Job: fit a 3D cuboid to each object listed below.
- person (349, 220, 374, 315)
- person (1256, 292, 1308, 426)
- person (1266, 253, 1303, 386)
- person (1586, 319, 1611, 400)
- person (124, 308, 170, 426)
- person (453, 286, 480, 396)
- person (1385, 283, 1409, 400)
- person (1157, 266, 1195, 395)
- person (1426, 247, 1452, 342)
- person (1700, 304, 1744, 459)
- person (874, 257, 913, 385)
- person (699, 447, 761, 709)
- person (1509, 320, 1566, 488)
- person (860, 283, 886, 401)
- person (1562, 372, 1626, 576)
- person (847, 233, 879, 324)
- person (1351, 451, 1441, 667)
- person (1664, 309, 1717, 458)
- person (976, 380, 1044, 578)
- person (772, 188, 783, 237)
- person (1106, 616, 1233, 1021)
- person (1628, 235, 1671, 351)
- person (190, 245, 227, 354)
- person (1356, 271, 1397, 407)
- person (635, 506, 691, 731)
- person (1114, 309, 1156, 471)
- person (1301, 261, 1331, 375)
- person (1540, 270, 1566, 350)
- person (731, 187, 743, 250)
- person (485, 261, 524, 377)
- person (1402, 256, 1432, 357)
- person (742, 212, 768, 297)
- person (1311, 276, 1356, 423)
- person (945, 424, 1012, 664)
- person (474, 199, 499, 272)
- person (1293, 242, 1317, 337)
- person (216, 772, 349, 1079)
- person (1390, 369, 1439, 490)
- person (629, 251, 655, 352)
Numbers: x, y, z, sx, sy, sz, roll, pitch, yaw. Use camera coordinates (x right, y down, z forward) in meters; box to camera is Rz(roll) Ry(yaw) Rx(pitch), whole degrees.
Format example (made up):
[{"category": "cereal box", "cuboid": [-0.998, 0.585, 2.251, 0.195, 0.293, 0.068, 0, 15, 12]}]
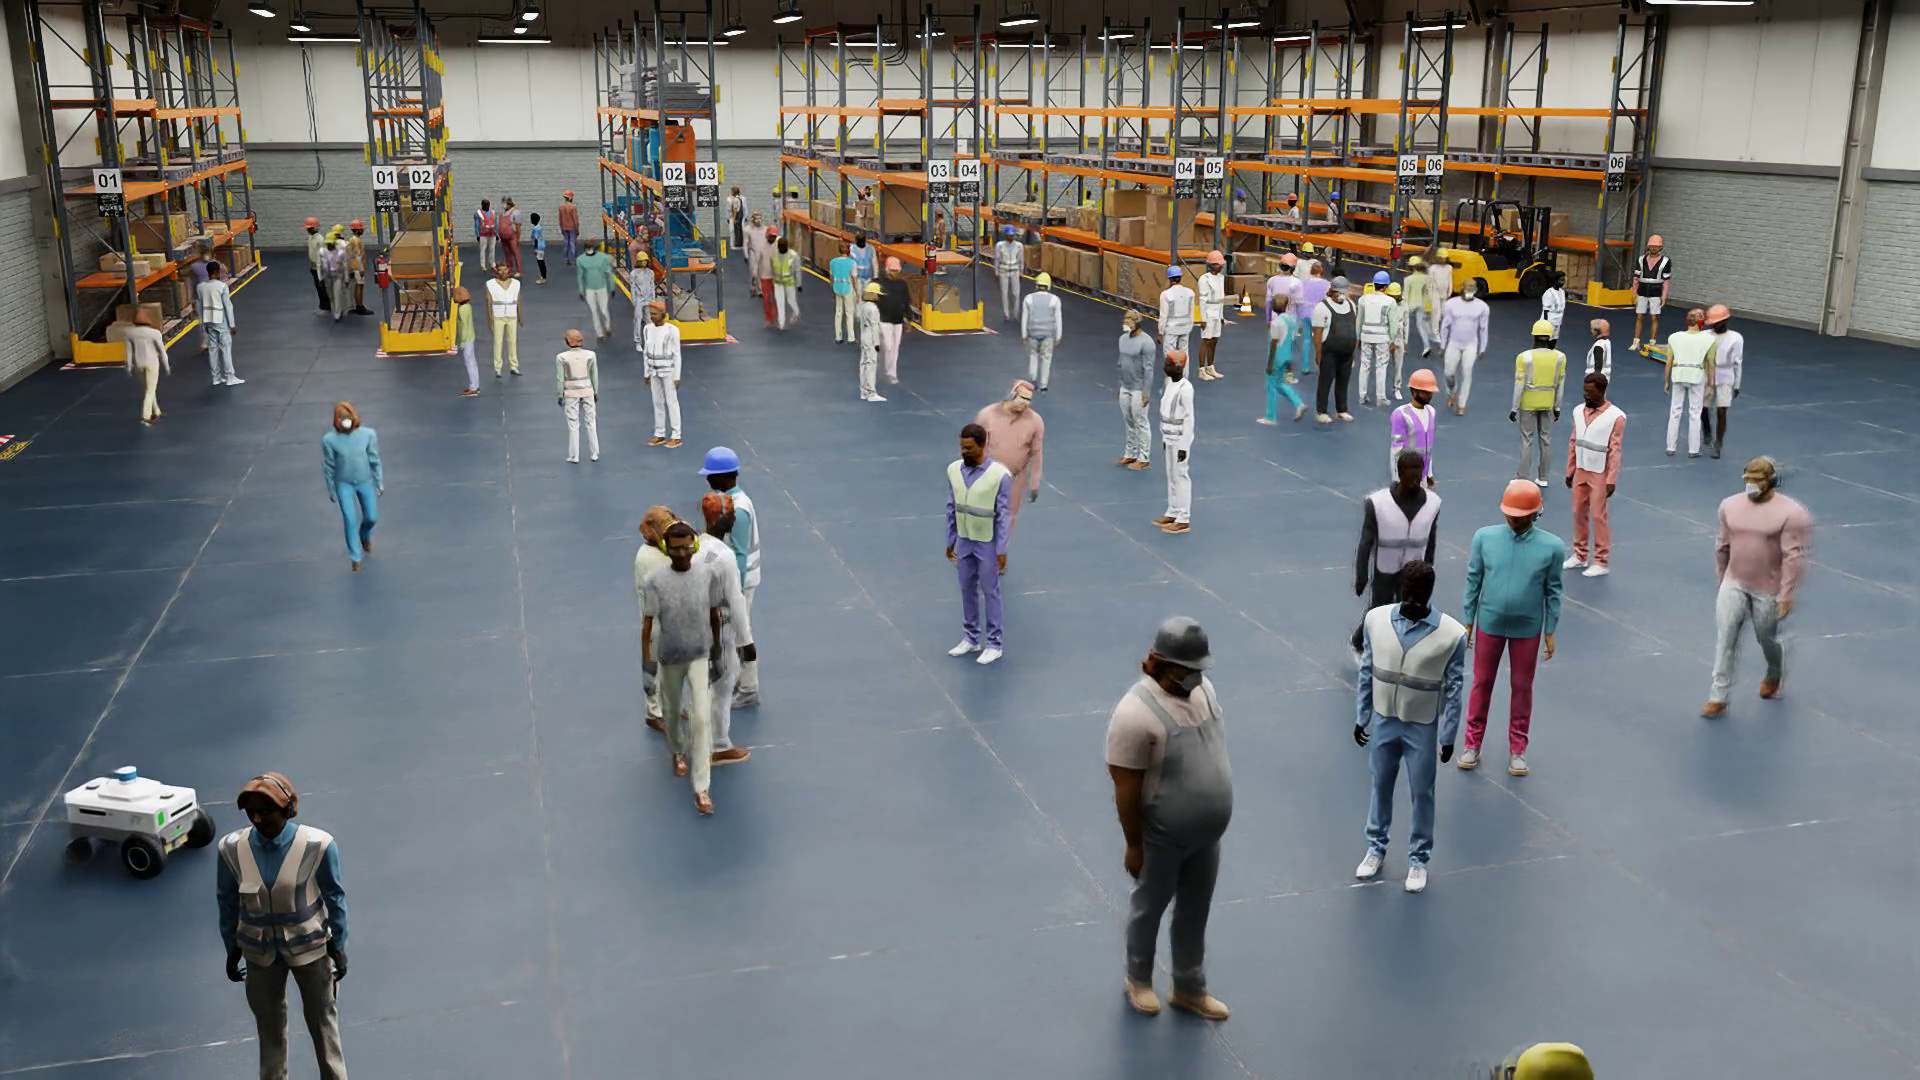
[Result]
[{"category": "person", "cuboid": [-12.368, -5.617, 34.267, 0.364, 1.939, 0.542, -8, 17, -27]}, {"category": "person", "cuboid": [4.364, -2.429, 22.486, 0.606, 1.829, 0.513, 10, 18, 34]}, {"category": "person", "cuboid": [5.050, -3.426, 25.827, 0.615, 2.041, 0.391, 11, 19, 36]}, {"category": "person", "cuboid": [8.145, -2.005, 21.254, 0.313, 1.636, 0.517, 8, 17, 28]}, {"category": "person", "cuboid": [-11.106, -2.367, 22.703, 0.517, 1.594, 0.849, 0, 15, -1]}, {"category": "person", "cuboid": [-7.410, -2.982, 24.939, 0.267, 1.632, 0.507, -1, 15, -5]}, {"category": "person", "cuboid": [6.382, -2.938, 24.589, 0.494, 1.729, 0.324, 1, 15, 3]}, {"category": "person", "cuboid": [3.219, -3.125, 24.894, 0.602, 1.939, 0.398, -7, 17, -26]}, {"category": "person", "cuboid": [8.742, -4.507, 30.484, 0.506, 1.726, 0.532, -6, 16, -20]}, {"category": "person", "cuboid": [9.430, -1.996, 20.706, 0.558, 1.911, 0.682, 11, 18, 35]}, {"category": "person", "cuboid": [-1.005, -3.382, 25.780, 0.652, 1.973, 0.629, -9, 17, -30]}, {"category": "person", "cuboid": [-1.664, 0.269, 12.132, 0.422, 1.935, 0.621, -4, 15, -16]}, {"category": "person", "cuboid": [6.567, -1.546, 18.970, 0.595, 1.925, 0.374, -2, 15, -7]}, {"category": "person", "cuboid": [-1.298, -2.922, 24.517, 0.321, 1.737, 0.487, -7, 16, -24]}, {"category": "person", "cuboid": [5.926, -0.628, 15.568, 0.401, 1.906, 0.597, -7, 16, -24]}, {"category": "person", "cuboid": [-1.925, -5.177, 32.907, 0.623, 1.780, 0.993, -6, 16, -20]}, {"category": "person", "cuboid": [3.227, 0.211, 12.447, 0.613, 1.887, 0.773, -3, 15, -10]}, {"category": "person", "cuboid": [9.008, -1.931, 20.585, 0.565, 1.841, 0.396, 10, 18, 32]}, {"category": "person", "cuboid": [0.424, -0.568, 15.419, 0.723, 1.860, 0.580, -2, 15, -6]}, {"category": "person", "cuboid": [-5.510, -9.725, 50.096, 0.282, 1.746, 0.493, 1, 15, 4]}, {"category": "person", "cuboid": [1.037, 1.323, 7.958, 0.701, 2.000, 0.542, -13, 19, -39]}, {"category": "person", "cuboid": [12.087, -4.311, 29.148, 0.608, 2.048, 0.363, 11, 18, 35]}, {"category": "person", "cuboid": [-13.013, -4.169, 28.892, 0.672, 1.912, 0.373, 0, 15, -1]}, {"category": "person", "cuboid": [6.025, -2.906, 24.049, 0.616, 1.945, 0.399, 12, 19, 38]}, {"category": "person", "cuboid": [-2.090, 0.544, 11.692, 0.294, 1.623, 0.507, 5, 16, 18]}, {"category": "person", "cuboid": [2.094, -1.798, 19.922, 0.372, 1.931, 0.631, -9, 17, -30]}, {"category": "person", "cuboid": [5.693, -3.547, 26.709, 0.588, 1.826, 0.508, 6, 16, 20]}, {"category": "person", "cuboid": [9.509, -3.482, 26.715, 0.536, 1.692, 0.320, -13, 20, -40]}, {"category": "person", "cuboid": [-6.562, -9.470, 48.967, 0.348, 1.839, 0.503, 3, 15, 12]}, {"category": "person", "cuboid": [-7.289, -3.545, 26.649, 0.564, 1.847, 0.397, -9, 17, -30]}, {"category": "person", "cuboid": [7.863, -4.027, 28.685, 0.534, 1.732, 0.847, -6, 16, -23]}, {"category": "person", "cuboid": [-4.537, -6.369, 37.186, 0.648, 1.898, 0.478, -9, 17, -30]}, {"category": "person", "cuboid": [5.170, -2.625, 22.814, 0.688, 2.000, 0.535, -7, 16, -25]}, {"category": "person", "cuboid": [0.147, 0.012, 13.150, 0.598, 1.910, 0.402, 11, 19, 36]}, {"category": "person", "cuboid": [-12.185, -7.860, 42.897, 0.625, 1.843, 0.430, -13, 19, -40]}, {"category": "person", "cuboid": [6.460, -4.687, 31.118, 0.530, 1.760, 0.335, -4, 15, -15]}, {"category": "person", "cuboid": [-2.867, 1.759, 7.085, 0.523, 1.639, 0.309, -1, 15, -4]}, {"category": "person", "cuboid": [4.234, -0.634, 15.517, 0.542, 1.940, 0.365, -10, 18, -34]}, {"category": "person", "cuboid": [-5.574, -4.209, 29.343, 0.487, 1.746, 0.289, -13, 20, -40]}]
